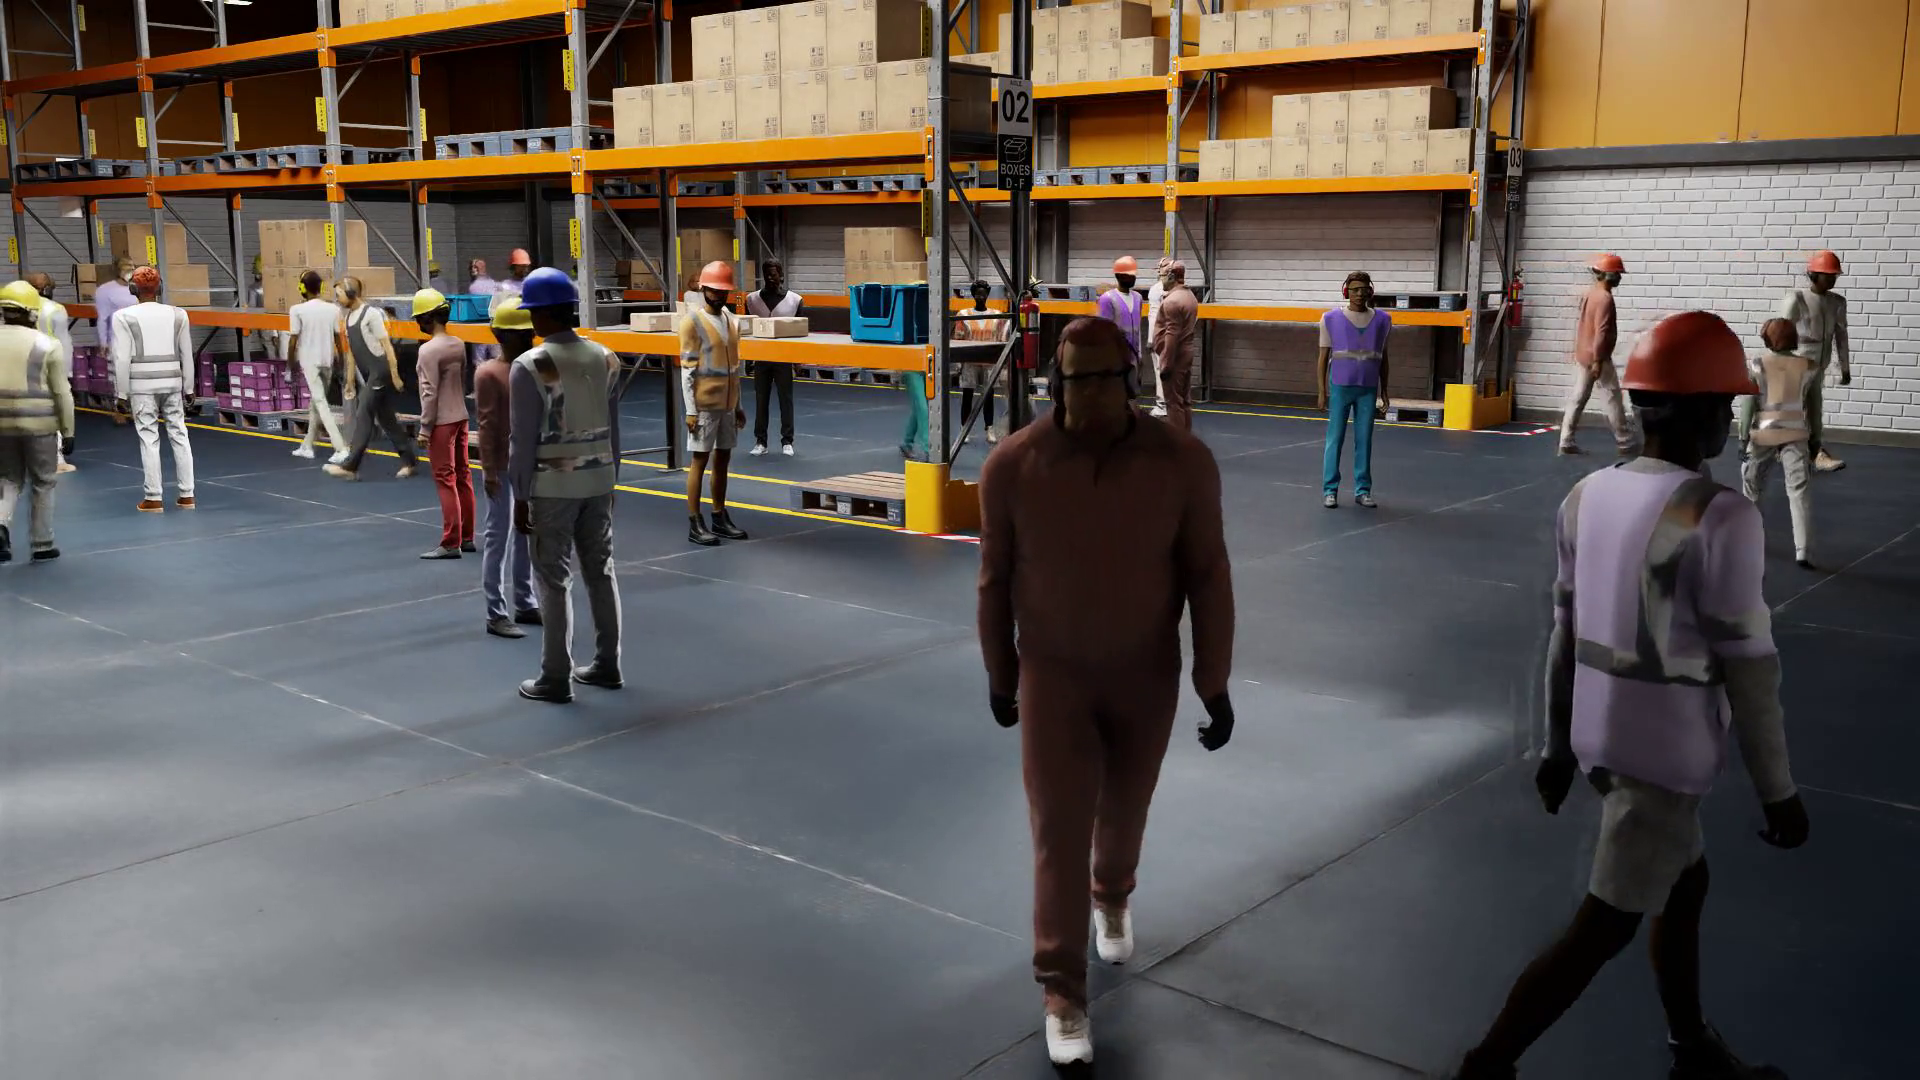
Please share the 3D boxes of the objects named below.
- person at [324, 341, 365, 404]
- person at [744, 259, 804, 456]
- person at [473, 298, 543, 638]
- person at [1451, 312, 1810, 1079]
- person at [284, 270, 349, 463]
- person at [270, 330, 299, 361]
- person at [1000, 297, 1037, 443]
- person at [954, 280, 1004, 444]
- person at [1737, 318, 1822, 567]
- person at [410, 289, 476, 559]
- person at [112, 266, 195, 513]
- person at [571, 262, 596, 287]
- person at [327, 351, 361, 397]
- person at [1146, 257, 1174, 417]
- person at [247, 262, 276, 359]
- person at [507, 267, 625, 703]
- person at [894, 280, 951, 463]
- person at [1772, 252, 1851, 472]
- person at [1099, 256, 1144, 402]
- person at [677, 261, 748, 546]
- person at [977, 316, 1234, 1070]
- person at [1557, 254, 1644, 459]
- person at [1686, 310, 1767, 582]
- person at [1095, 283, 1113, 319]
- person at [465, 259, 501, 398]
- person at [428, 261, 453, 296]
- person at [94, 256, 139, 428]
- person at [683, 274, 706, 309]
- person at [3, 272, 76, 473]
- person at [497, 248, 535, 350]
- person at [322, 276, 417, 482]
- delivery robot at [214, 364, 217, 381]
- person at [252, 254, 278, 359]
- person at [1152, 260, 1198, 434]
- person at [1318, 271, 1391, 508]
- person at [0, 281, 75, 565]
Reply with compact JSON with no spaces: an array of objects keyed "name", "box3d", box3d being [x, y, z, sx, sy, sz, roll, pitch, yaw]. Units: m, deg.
[{"name":"person","box3d":[-8.109,-2.701,21.718,1.041,1.874,0.633,5,11,26]},{"name":"person","box3d":[-1.821,-1.780,16.266,0.593,1.920,0.391,1,10,4]},{"name":"person","box3d":[-2.317,-0.381,8.732,0.325,1.767,0.532,4,11,24]},{"name":"person","box3d":[1.477,0.447,3.679,0.986,1.897,0.550,-2,10,-11]},{"name":"person","box3d":[-6.124,-1.644,15.792,0.965,1.826,0.545,7,12,34]},{"name":"person","box3d":[-8.628,-2.681,21.491,0.354,1.884,0.576,9,14,42]},{"name":"person","box3d":[0.542,-1.460,15.287,0.454,1.623,0.527,0,10,-3]},{"name":"person","box3d":[0.205,-1.835,17.204,0.532,1.697,0.319,-2,10,-9]},{"name":"person","box3d":[5.320,-0.646,10.809,0.531,1.572,0.972,2,10,12]},{"name":"person","box3d":[-3.391,-0.751,10.863,0.327,1.760,0.524,2,10,9]},{"name":"person","box3d":[-6.171,-1.148,12.765,0.337,1.882,0.584,9,13,41]},{"name":"person","box3d":[-5.771,-3.336,25.421,0.536,1.821,0.956,-4,11,-21]},{"name":"person","box3d":[-8.328,-2.840,22.339,0.823,1.912,0.555,8,13,37]},{"name":"person","box3d":[2.462,-2.437,20.040,0.643,1.910,0.400,-9,13,-42]},{"name":"person","box3d":[-10.780,-3.368,25.624,0.781,1.797,0.608,6,11,29]},{"name":"person","box3d":[-1.772,-0.245,7.476,0.405,1.938,0.606,7,12,35]},{"name":"person","box3d":[-0.378,-1.593,15.752,0.539,1.724,0.889,-6,12,-32]},{"name":"person","box3d":[7.826,-1.636,15.268,0.624,1.987,1.059,-3,10,-14]},{"name":"person","box3d":[1.678,-1.918,17.000,0.553,1.934,0.366,-8,13,-37]},{"name":"person","box3d":[-1.670,-0.937,11.422,0.375,1.934,0.547,7,12,36]},{"name":"person","box3d":[0.373,0.340,4.402,0.644,1.857,0.992,0,10,-3]},{"name":"person","box3d":[6.253,-1.753,15.991,0.939,1.950,0.659,1,10,4]},{"name":"person","box3d":[4.267,-0.486,9.602,0.819,1.655,0.553,-1,10,-3]},{"name":"person","box3d":[1.744,-2.187,19.410,0.361,1.617,0.517,9,13,42]},{"name":"person","box3d":[-6.296,-2.825,22.329,0.760,1.890,0.660,3,10,18]},{"name":"person","box3d":[-8.658,-3.719,27.597,0.603,1.814,0.518,-9,13,-41]},{"name":"person","box3d":[-9.304,-2.203,18.646,0.428,1.928,0.654,8,13,40]},{"name":"person","box3d":[-4.096,-3.314,25.840,0.271,1.629,0.501,7,12,34]},{"name":"person","box3d":[-8.300,-1.509,15.046,0.670,1.818,0.442,3,10,15]},{"name":"person","box3d":[-5.394,-2.555,20.378,0.610,2.023,0.819,-9,14,-43]},{"name":"person","box3d":[-5.150,-1.398,14.492,0.819,1.779,0.561,-7,12,-36]},{"name":"delivery robot","box3d":[-10.679,-2.353,23.140,0.707,0.478,0.477,6,12,31]},{"name":"person","box3d":[-11.786,-3.894,28.272,0.363,1.928,0.587,-4,11,-20]},{"name":"person","box3d":[2.036,-1.713,15.925,0.403,1.904,0.652,4,11,23]},{"name":"person","box3d":[3.072,-1.172,13.006,0.570,1.844,0.379,-1,10,-4]},{"name":"person","box3d":[-5.933,-0.723,10.528,0.619,1.817,0.504,-1,10,-5]}]
